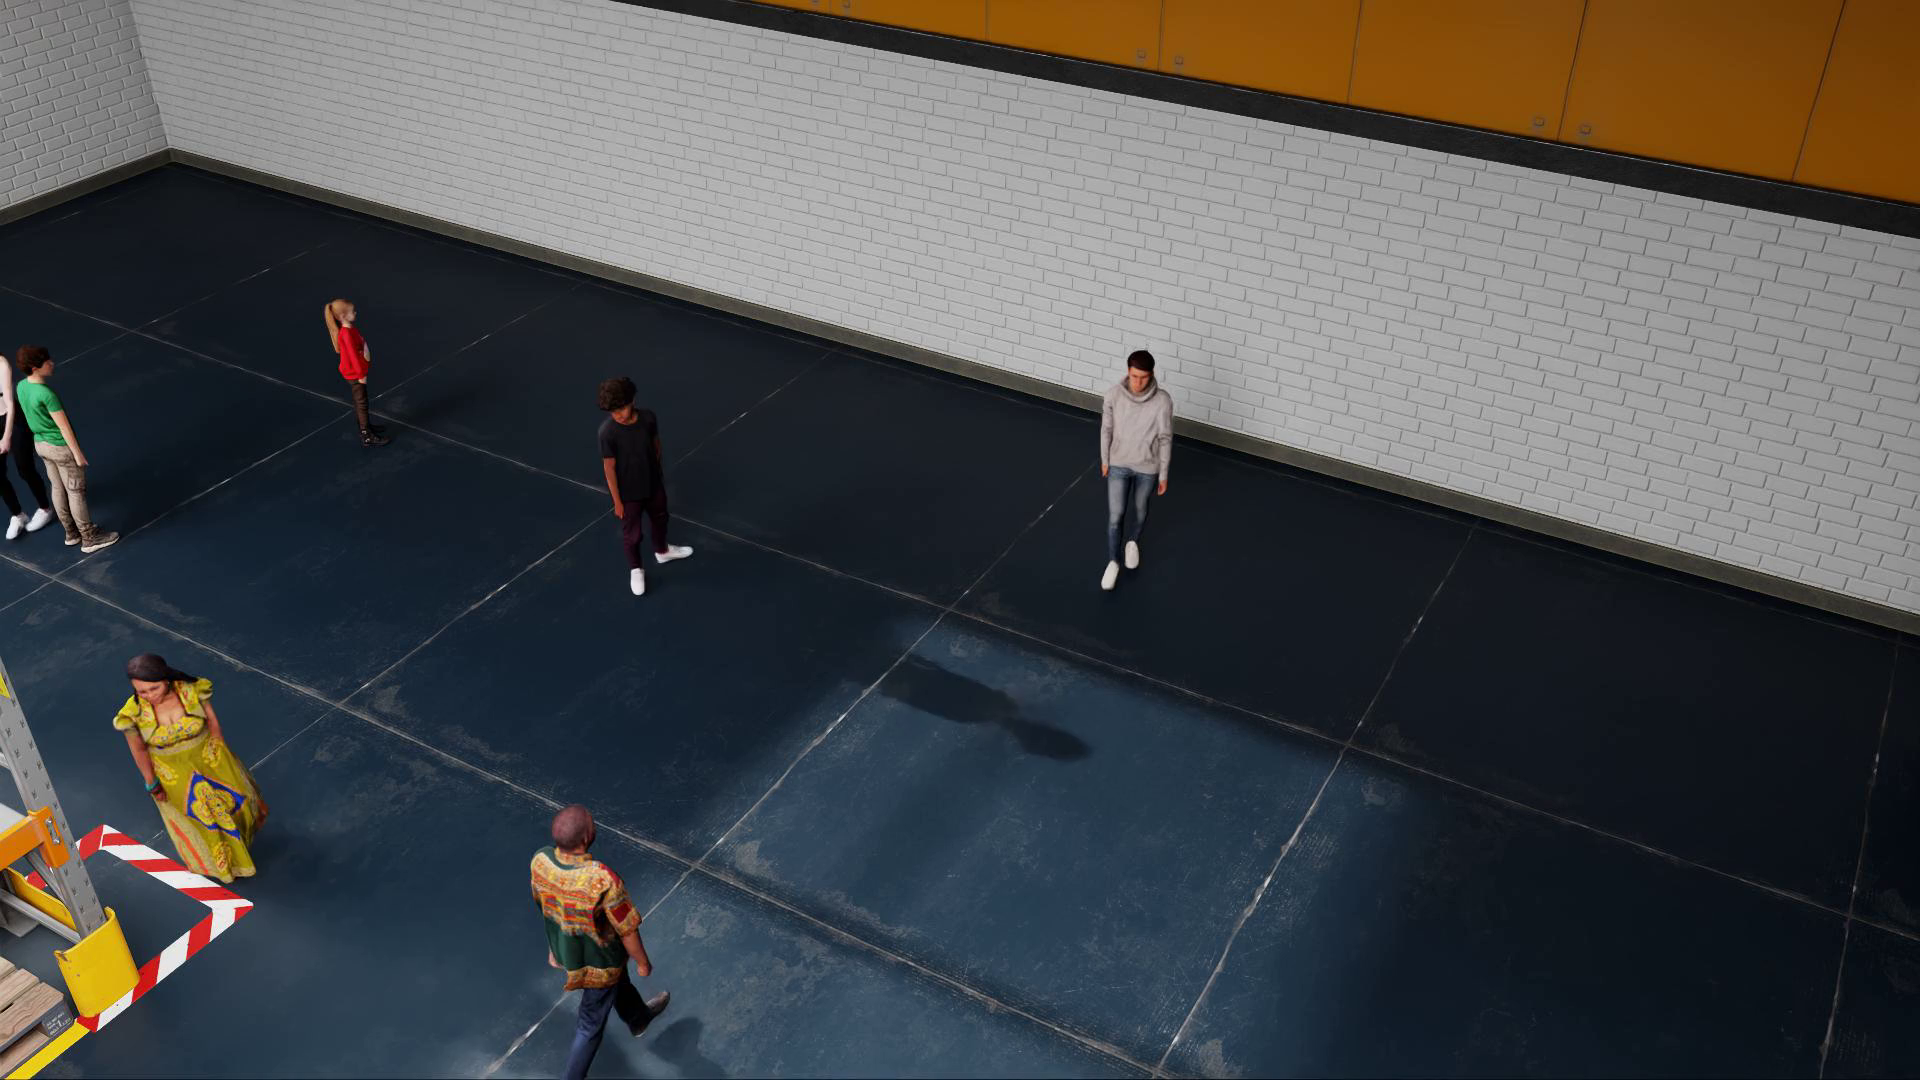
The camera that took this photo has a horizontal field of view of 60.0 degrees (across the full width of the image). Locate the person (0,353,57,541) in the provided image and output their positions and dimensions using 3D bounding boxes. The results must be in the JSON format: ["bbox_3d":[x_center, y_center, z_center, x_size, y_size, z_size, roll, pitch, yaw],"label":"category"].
[{"bbox_3d":[-7.130,-0.881,12.569,0.732,1.736,0.807,7,34,11],"label":"person"}]

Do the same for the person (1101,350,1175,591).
[{"bbox_3d":[1.286,-0.598,12.060,0.872,1.829,1.021,4,34,6],"label":"person"}]

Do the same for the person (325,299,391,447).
[{"bbox_3d":[-5.002,-1.401,13.762,0.631,1.282,0.584,-14,36,-20],"label":"person"}]

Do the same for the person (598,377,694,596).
[{"bbox_3d":[-2.303,-0.444,11.899,0.969,1.751,0.689,19,38,26],"label":"person"}]

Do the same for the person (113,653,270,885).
[{"bbox_3d":[-4.412,1.251,9.448,0.930,1.641,1.013,-27,42,-35],"label":"person"}]

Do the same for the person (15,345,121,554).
[{"bbox_3d":[-6.710,-0.683,12.349,0.594,1.651,0.521,19,38,27],"label":"person"}]

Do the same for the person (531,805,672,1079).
[{"bbox_3d":[-1.838,2.074,8.097,0.683,1.766,1.151,18,37,24],"label":"person"}]
